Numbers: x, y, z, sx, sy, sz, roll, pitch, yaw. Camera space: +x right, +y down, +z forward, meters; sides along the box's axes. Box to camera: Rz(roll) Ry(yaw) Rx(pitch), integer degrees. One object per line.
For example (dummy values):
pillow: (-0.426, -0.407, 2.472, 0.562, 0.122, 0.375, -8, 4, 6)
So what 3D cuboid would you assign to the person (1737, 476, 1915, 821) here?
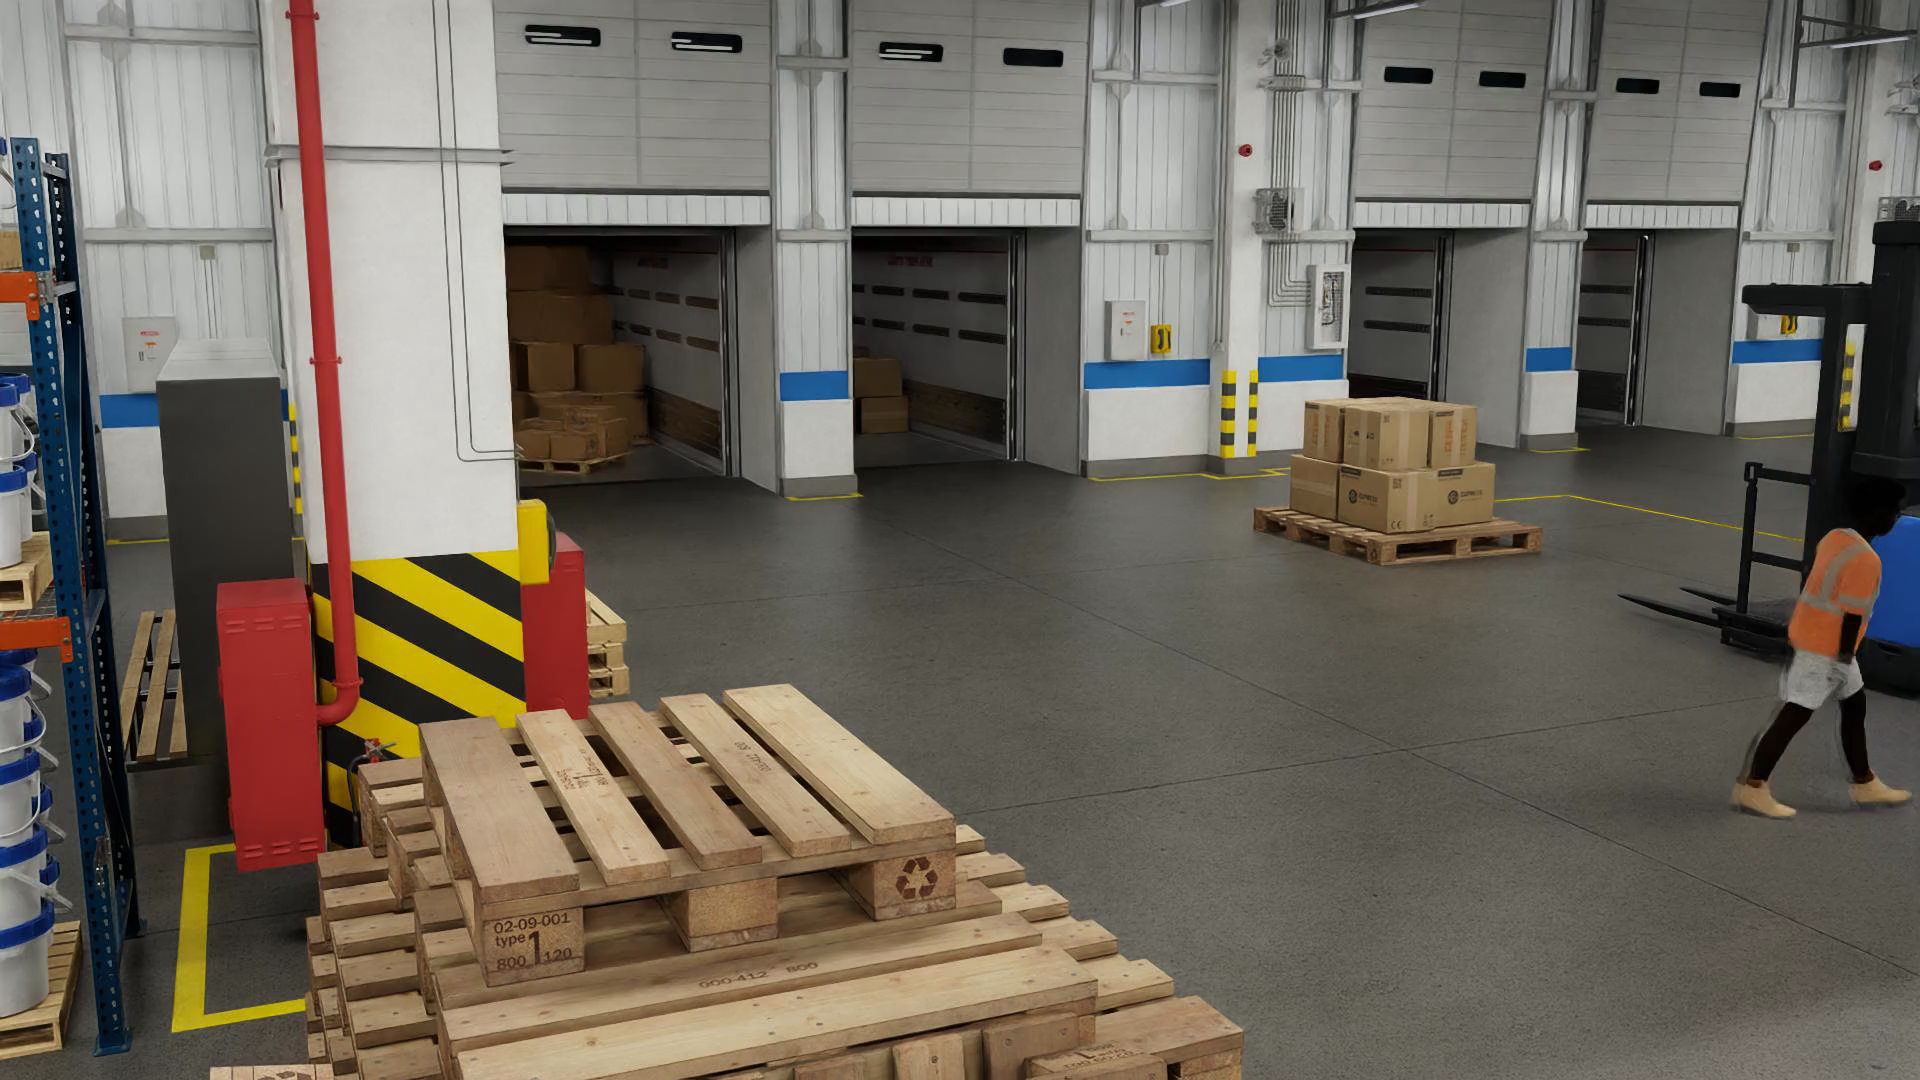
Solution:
person: (4.143, 0.513, 7.797, 0.894, 1.622, 0.545, 3, 11, 15)

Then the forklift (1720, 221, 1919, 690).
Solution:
forklift: (5.954, -0.550, 10.217, 1.129, 2.768, 1.873, -4, 11, -23)
